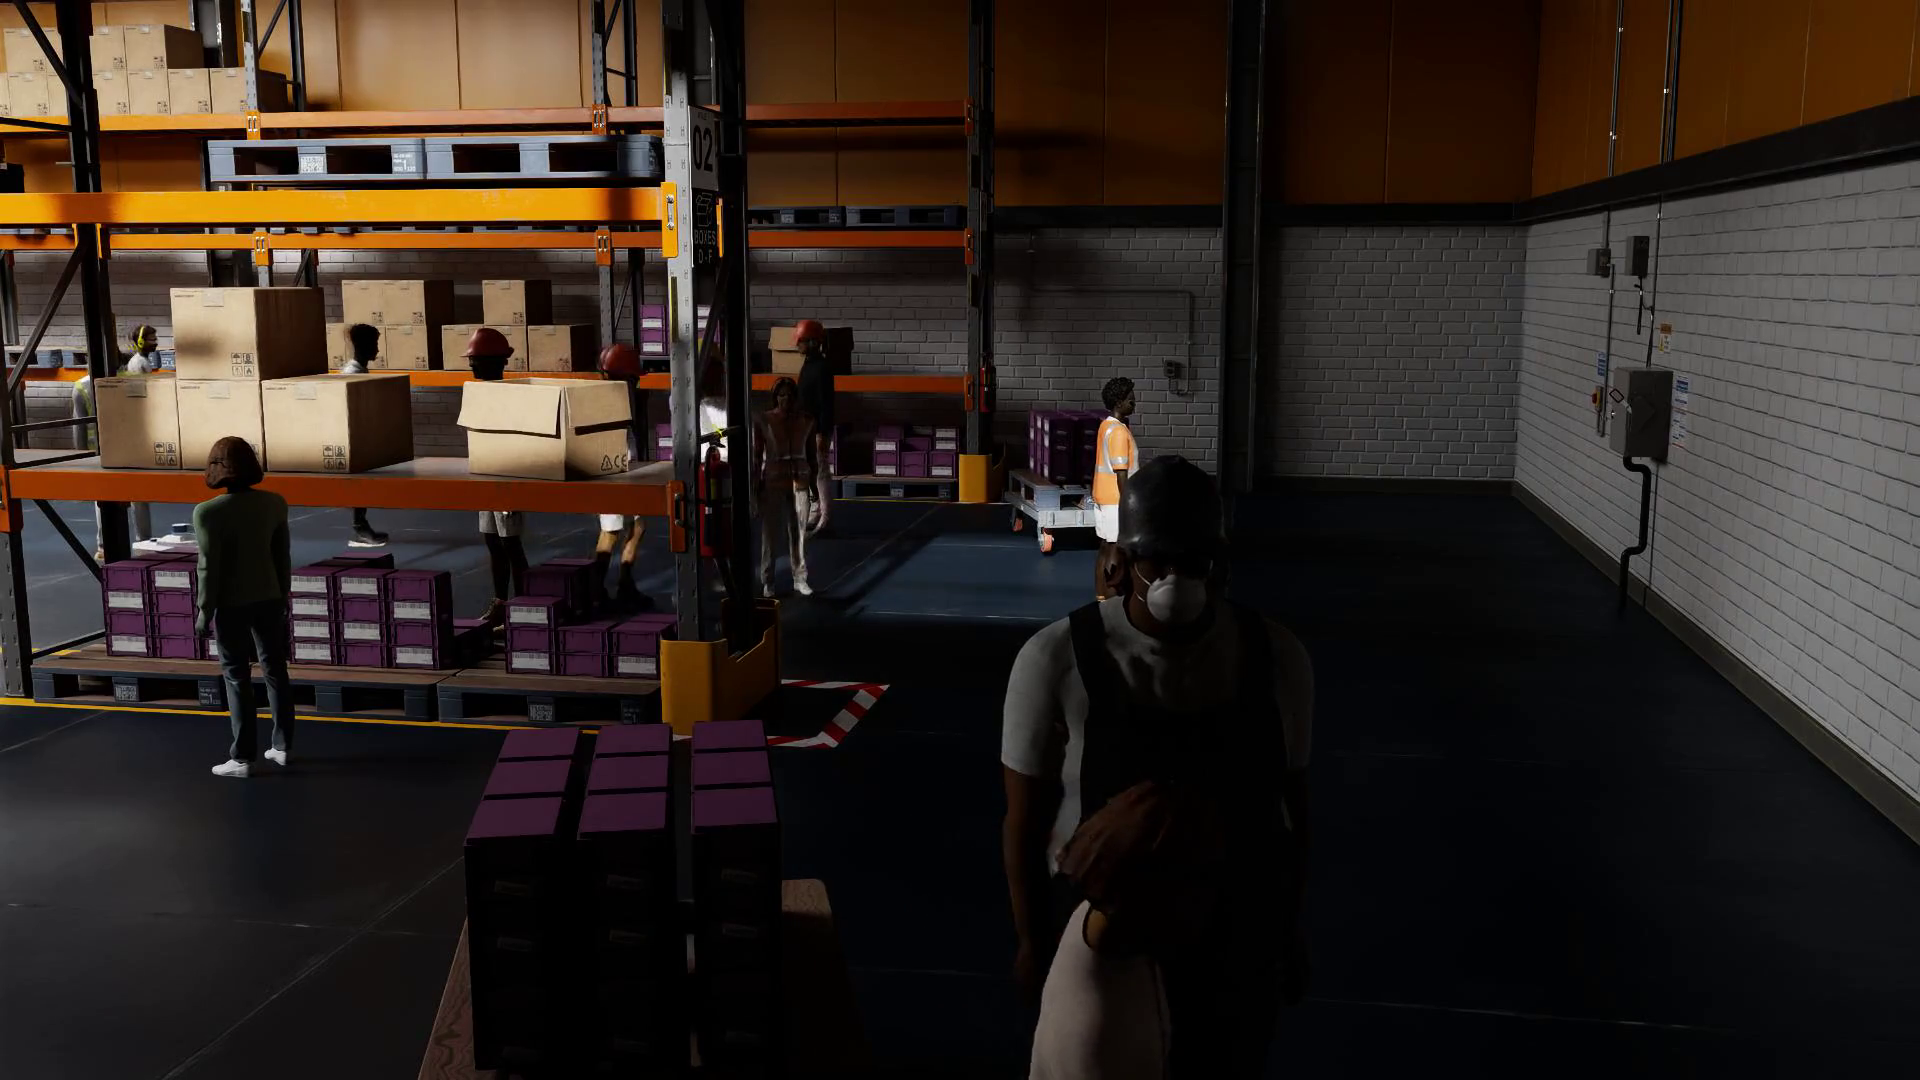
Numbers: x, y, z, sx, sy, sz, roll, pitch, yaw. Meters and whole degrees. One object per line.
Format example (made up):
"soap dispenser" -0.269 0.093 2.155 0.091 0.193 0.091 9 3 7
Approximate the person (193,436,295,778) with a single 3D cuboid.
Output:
"person" -3.426 0.318 7.973 0.276 1.632 0.507 5 11 29

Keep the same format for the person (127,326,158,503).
"person" -8.383 -1.300 17.332 0.696 1.845 0.571 -3 10 -16

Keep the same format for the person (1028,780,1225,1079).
"person" 0.296 1.165 2.801 0.767 1.588 0.518 2 9 14

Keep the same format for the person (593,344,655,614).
"person" -2.346 -0.406 11.613 0.653 1.906 0.579 -3 10 -17

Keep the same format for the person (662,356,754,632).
"person" -1.736 -0.311 11.204 0.947 1.838 0.593 7 12 38

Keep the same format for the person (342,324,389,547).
"person" -5.255 -0.923 14.684 0.397 1.956 0.653 -3 10 -19

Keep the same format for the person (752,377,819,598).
"person" -1.297 -0.392 12.355 0.522 1.640 0.306 -4 10 -24

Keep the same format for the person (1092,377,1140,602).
"person" 1.077 -0.269 11.419 0.315 1.696 0.540 -1 9 -7

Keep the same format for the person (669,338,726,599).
"person" -1.895 -0.534 12.347 0.388 1.927 0.589 6 11 32

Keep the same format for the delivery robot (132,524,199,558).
"delivery robot" -5.717 0.123 12.227 0.707 0.478 0.477 4 10 22

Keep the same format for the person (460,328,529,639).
"person" -3.067 -0.372 10.979 0.378 2.045 0.605 -8 12 -41

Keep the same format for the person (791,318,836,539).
"person" -1.331 -1.007 15.076 0.394 1.992 0.620 -4 10 -23

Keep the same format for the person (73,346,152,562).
"person" -7.050 -0.734 13.891 0.631 1.836 0.429 -8 12 -40
